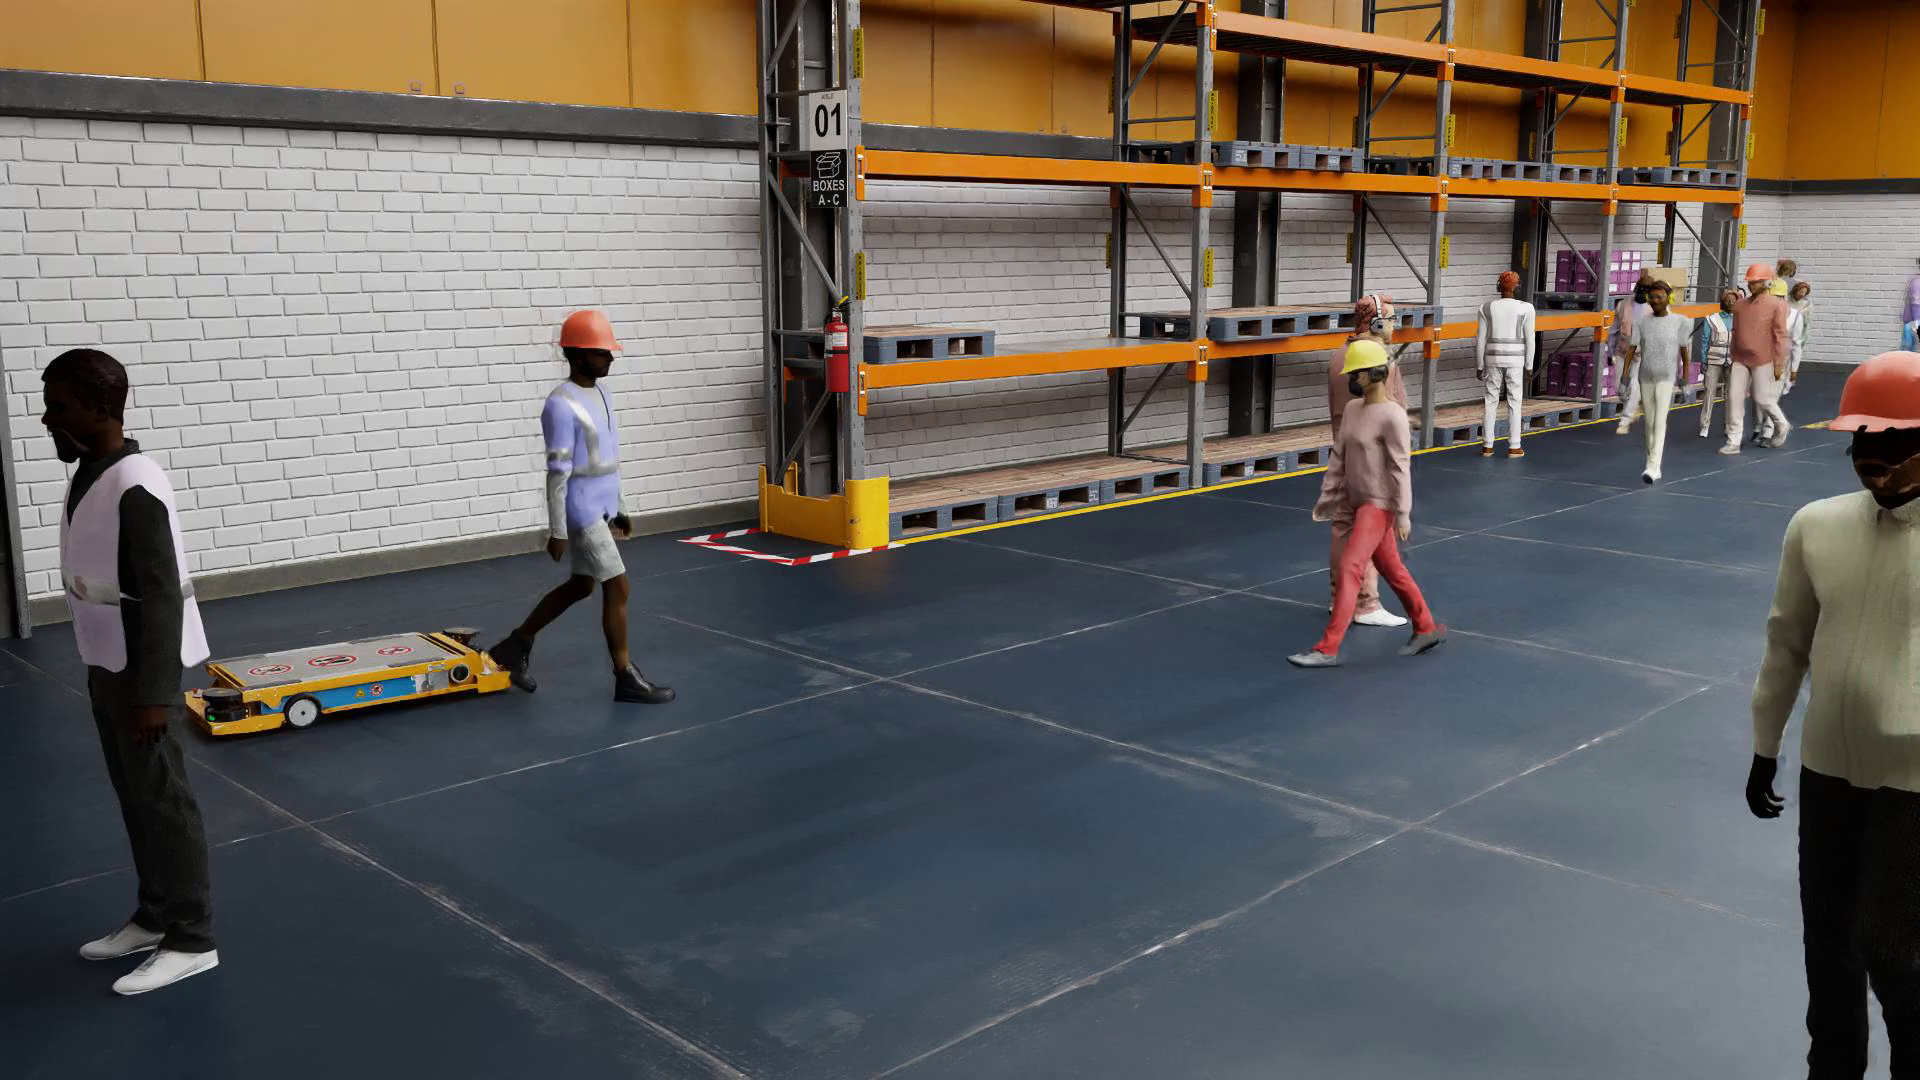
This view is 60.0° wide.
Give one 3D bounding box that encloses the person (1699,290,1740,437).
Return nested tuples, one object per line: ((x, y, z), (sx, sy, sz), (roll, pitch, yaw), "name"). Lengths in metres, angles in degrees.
((8.490, -1.953, 18.490), (0.514, 1.641, 0.307), (3, 11, 14), "person")

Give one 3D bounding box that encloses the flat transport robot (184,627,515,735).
((-2.929, 0.657, 7.992), (1.431, 0.197, 0.652), (-8, 13, -37), "flat transport robot")

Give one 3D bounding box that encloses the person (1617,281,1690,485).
((6.239, -1.411, 15.008), (0.566, 1.825, 0.924), (8, 13, 36), "person")

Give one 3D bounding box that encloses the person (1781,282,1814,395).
((11.532, -2.791, 23.162), (0.577, 1.591, 0.671), (8, 13, 37), "person")

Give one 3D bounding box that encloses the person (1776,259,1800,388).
((11.950, -3.152, 24.367), (0.737, 1.883, 0.655), (1, 10, 4), "person")

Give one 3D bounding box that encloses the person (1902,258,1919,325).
((13.984, -3.184, 24.221), (0.496, 1.996, 0.704), (8, 13, 38), "person")

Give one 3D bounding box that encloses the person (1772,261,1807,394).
((11.622, -3.014, 23.633), (0.656, 1.873, 0.916), (3, 11, 17), "person")

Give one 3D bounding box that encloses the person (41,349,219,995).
((-2.472, 0.385, 4.987), (0.373, 1.914, 0.596), (-9, 14, -40), "person")

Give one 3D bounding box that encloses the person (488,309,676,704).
((-1.859, -0.153, 7.971), (0.912, 1.909, 0.545), (1, 10, 6), "person")

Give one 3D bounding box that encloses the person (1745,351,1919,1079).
((2.182, 0.538, 3.978), (0.440, 1.974, 0.644), (-6, 12, -29), "person")

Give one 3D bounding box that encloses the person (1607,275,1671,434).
((7.708, -2.096, 18.850), (0.675, 1.801, 0.682), (8, 13, 38), "person")

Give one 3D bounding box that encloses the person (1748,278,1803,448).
((8.646, -1.904, 17.813), (0.613, 1.797, 0.794), (7, 13, 34), "person")

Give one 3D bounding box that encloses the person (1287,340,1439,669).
((2.177, -0.190, 8.701), (0.926, 1.710, 0.511), (-2, 11, -11), "person")

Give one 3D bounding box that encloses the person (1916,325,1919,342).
((6.394, -0.617, 11.050), (0.534, 1.697, 0.318), (6, 12, 30), "person")

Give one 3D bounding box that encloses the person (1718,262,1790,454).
((8.235, -1.867, 17.127), (0.823, 1.972, 0.622), (-6, 12, -28), "person")

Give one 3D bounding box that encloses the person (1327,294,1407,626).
((2.371, -0.462, 9.631), (0.410, 1.909, 0.642), (-3, 11, -14), "person")

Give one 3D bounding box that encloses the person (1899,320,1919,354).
((9.926, -1.704, 17.054), (0.527, 1.665, 0.740), (3, 11, 17), "person")

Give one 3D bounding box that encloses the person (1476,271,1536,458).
((5.517, -1.772, 16.839), (0.573, 1.883, 0.356), (5, 12, 26), "person")
